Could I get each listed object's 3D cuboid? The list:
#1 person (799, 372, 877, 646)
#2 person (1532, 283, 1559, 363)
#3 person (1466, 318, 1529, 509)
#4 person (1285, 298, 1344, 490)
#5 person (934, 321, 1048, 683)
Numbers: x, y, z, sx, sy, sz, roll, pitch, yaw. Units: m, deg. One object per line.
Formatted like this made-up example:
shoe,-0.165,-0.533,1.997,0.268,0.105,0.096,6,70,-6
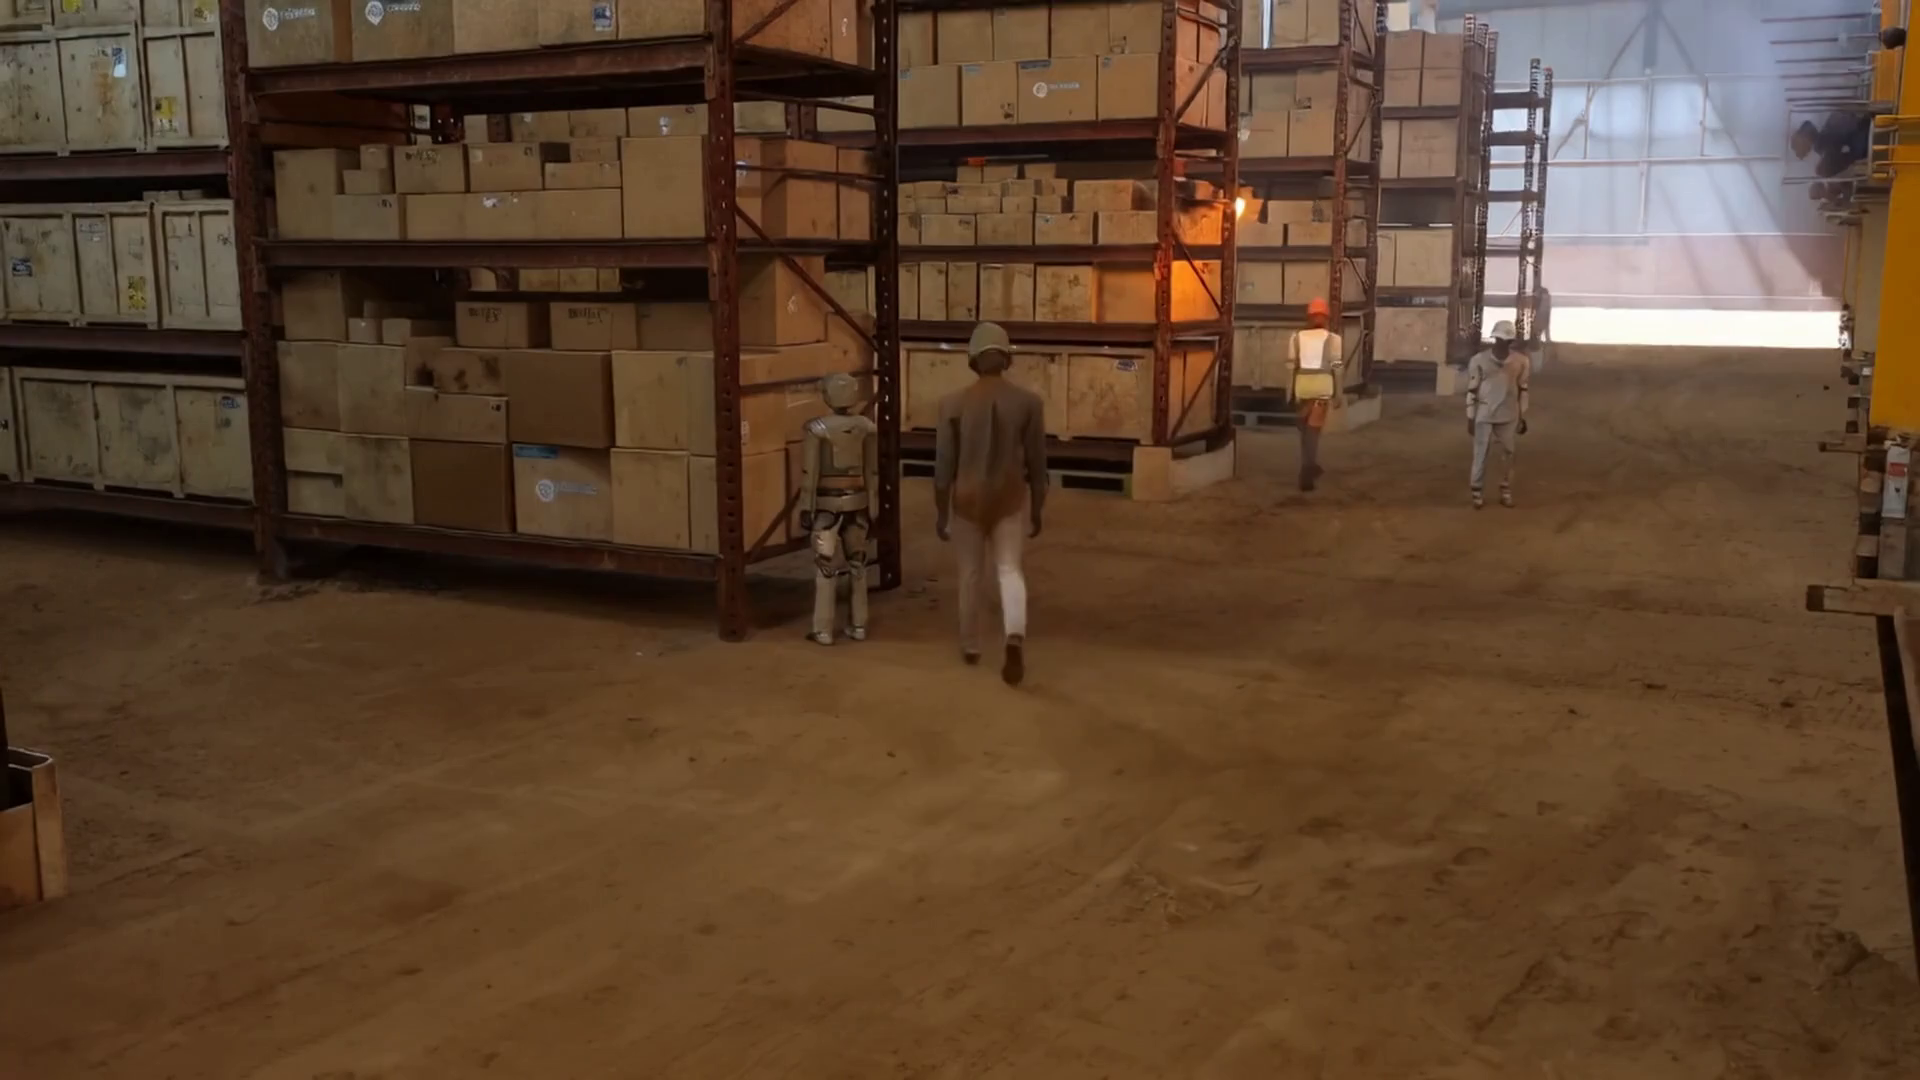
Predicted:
person,-0.716,-0.183,9.919,0.526,1.631,0.321,-7,12,-34
person,12.418,-4.608,35.324,0.494,1.708,0.851,-5,11,-27
person,4.906,-1.148,15.177,0.566,1.744,0.349,0,10,0
person,3.550,-1.470,16.639,0.549,1.878,1.019,5,11,27
person,0.178,-0.198,9.060,0.628,1.971,0.830,-1,10,-5
